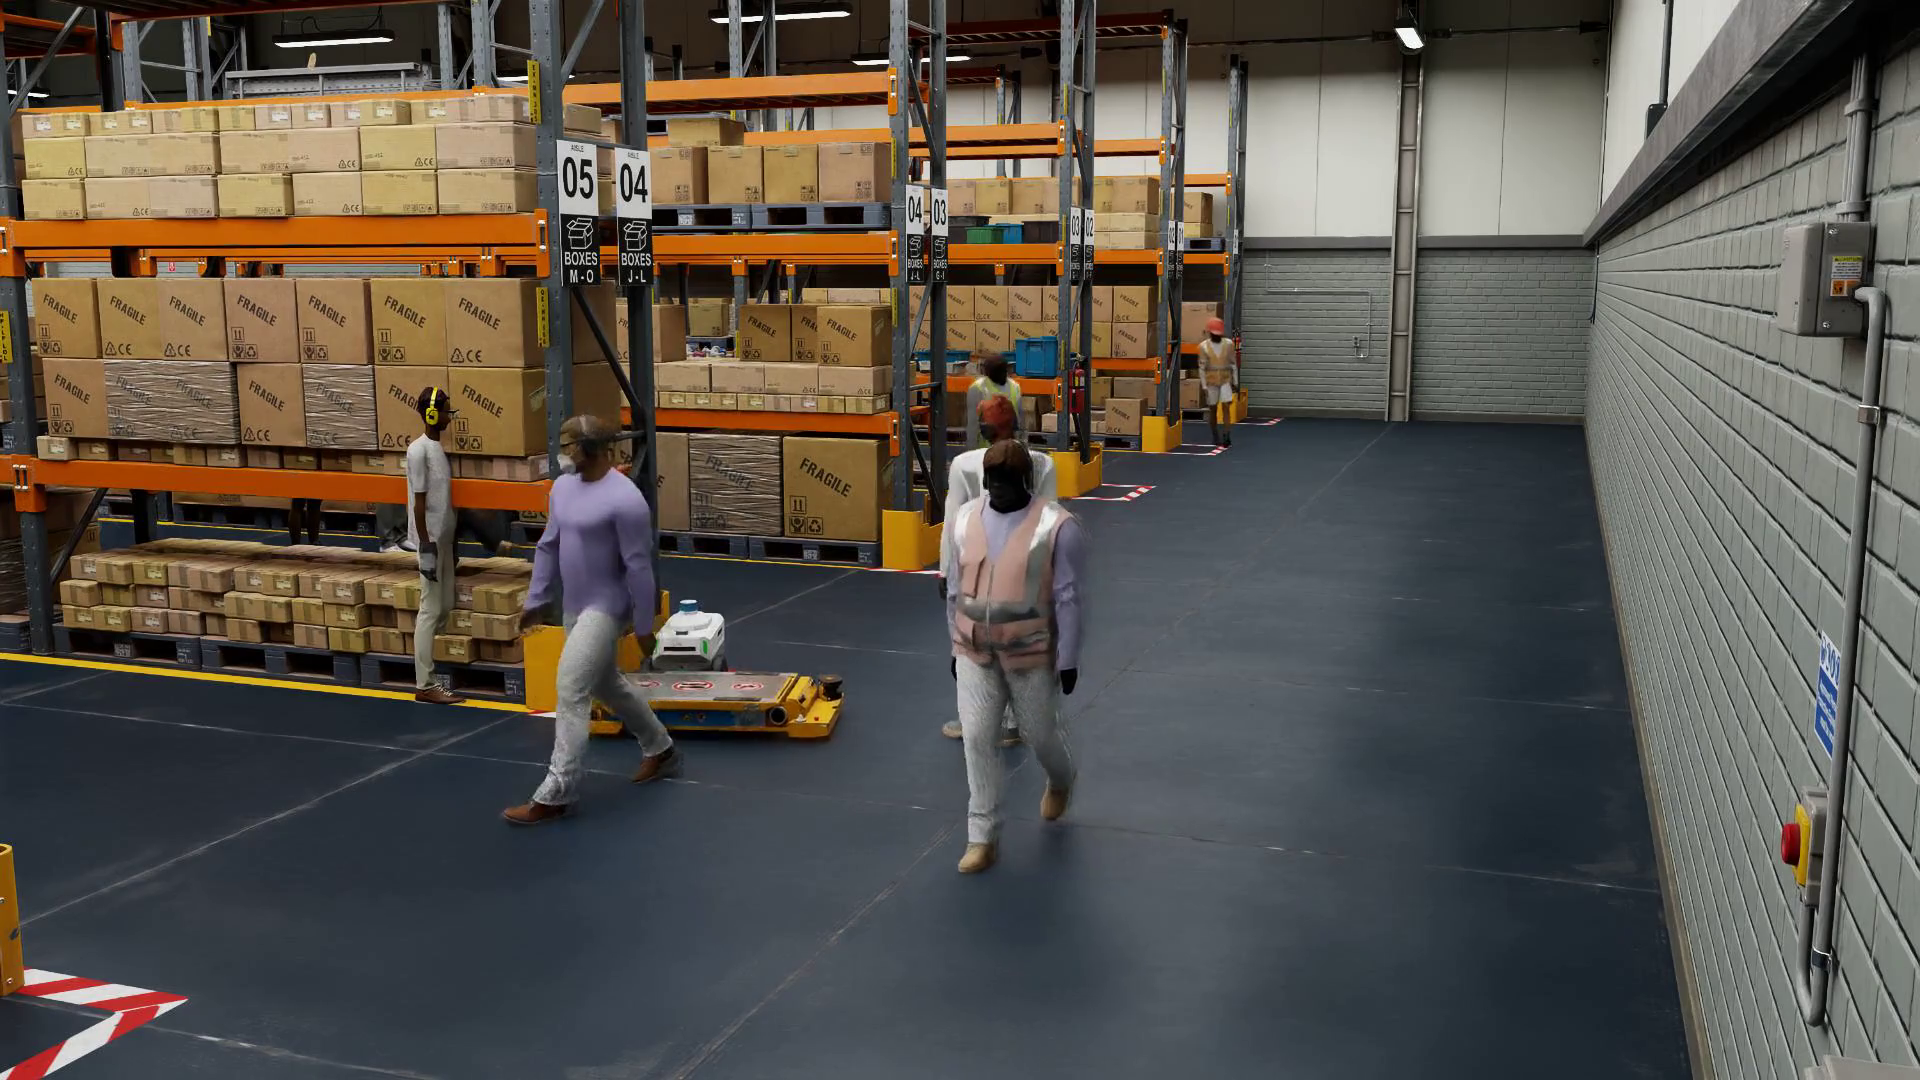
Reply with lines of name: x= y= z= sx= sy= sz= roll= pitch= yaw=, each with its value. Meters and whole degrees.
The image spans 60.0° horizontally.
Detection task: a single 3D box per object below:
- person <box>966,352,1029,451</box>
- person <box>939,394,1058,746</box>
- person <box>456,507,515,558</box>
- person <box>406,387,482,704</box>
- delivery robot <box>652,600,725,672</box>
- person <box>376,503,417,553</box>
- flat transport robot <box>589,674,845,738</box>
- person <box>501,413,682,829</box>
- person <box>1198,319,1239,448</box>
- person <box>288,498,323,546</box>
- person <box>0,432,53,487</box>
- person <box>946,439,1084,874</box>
person: x=0.393 y=-0.869 z=15.599 sx=0.972 sy=1.771 sz=0.652 roll=8 pitch=12 yaw=42
person: x=0.220 y=0.162 z=8.861 sx=0.655 sy=1.868 sz=0.365 roll=0 pitch=9 yaw=3
person: x=-4.036 y=-0.619 z=13.188 sx=0.782 sy=2.000 sz=0.683 roll=2 pitch=9 yaw=12
person: x=-3.038 y=0.030 z=9.711 sx=0.333 sy=1.860 sz=0.510 roll=0 pitch=9 yaw=2
delivery robot: x=-1.612 y=0.600 z=9.907 sx=0.477 sy=0.478 sz=0.707 roll=0 pitch=9 yaw=0
person: x=-5.029 y=-0.829 z=14.844 sx=0.373 sy=1.928 sz=0.584 roll=2 pitch=9 yaw=13
flat transport robot: x=-1.392 y=0.899 z=9.214 sx=1.431 sy=0.197 sz=0.652 roll=1 pitch=9 yaw=4
person: x=-1.709 y=0.332 z=7.822 sx=1.043 sy=1.867 sz=0.617 roll=-8 pitch=12 yaw=-42
person: x=3.729 y=-2.244 z=23.896 sx=0.615 sy=1.855 sz=0.989 roll=1 pitch=9 yaw=3
person: x=-5.524 y=-0.721 z=14.135 sx=0.365 sy=1.939 sz=0.542 roll=3 pitch=9 yaw=15
person: x=-7.700 y=-0.628 z=13.655 sx=0.928 sy=1.901 sz=0.661 roll=3 pitch=9 yaw=16
person: x=0.245 y=0.458 z=7.170 sx=0.631 sy=1.820 sz=0.819 roll=4 pitch=10 yaw=23
